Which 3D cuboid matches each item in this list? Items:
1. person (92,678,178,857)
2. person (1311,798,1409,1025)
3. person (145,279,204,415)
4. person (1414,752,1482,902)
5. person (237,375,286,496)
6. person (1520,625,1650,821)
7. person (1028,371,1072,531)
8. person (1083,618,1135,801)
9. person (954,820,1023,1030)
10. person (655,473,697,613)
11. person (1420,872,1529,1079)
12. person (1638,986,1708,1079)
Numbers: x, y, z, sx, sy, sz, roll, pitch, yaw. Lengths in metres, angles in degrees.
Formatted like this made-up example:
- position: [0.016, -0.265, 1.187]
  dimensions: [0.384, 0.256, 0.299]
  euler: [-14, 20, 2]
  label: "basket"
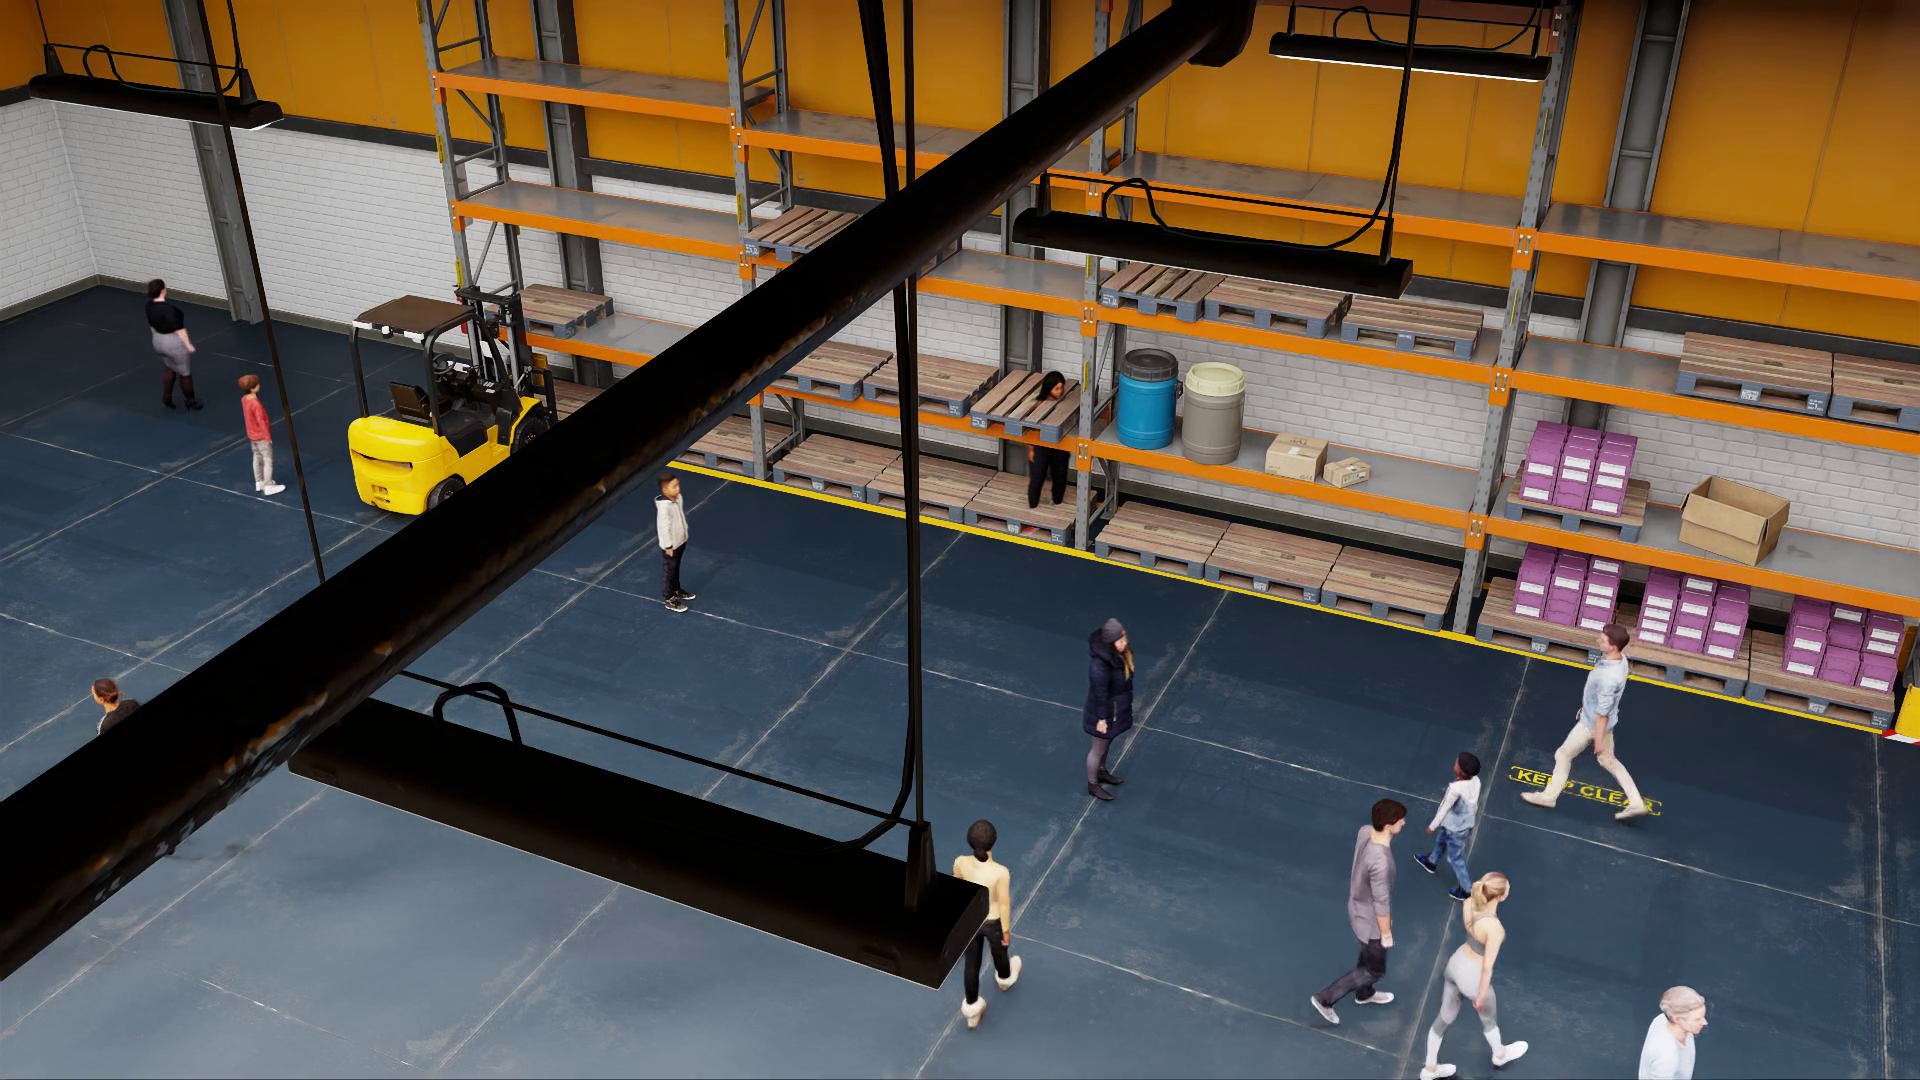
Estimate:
- position: [-6.397, 1.785, 13.052]
  dimensions: [0.608, 1.658, 0.653]
  euler: [7, 29, 13]
  label: "person"
- position: [2.764, 2.574, 11.419]
  dimensions: [0.985, 1.837, 0.870]
  euler: [0, 29, 0]
  label: "person"
- position: [-9.792, -2.360, 20.553]
  dimensions: [0.609, 1.751, 0.764]
  euler: [16, 33, 27]
  label: "person"
- position: [3.833, 2.205, 12.719]
  dimensions: [0.734, 1.239, 0.930]
  euler: [-20, 34, -32]
  label: "person"
- position: [-7.940, -1.198, 18.777]
  dimensions: [0.501, 1.411, 0.624]
  euler: [24, 36, 36]
  label: "person"
- position: [5.233, 1.502, 13.403]
  dimensions: [1.235, 1.819, 0.736]
  euler: [17, 33, 28]
  label: "person"
- position: [0.966, -1.003, 18.003]
  dimensions: [0.779, 1.811, 0.839]
  euler: [-10, 30, -17]
  label: "person"
- position: [1.219, 1.377, 13.782]
  dimensions: [0.617, 1.674, 0.652]
  euler: [12, 31, 21]
  label: "person"
- position: [0.132, 2.665, 11.453]
  dimensions: [0.879, 1.643, 0.718]
  euler: [11, 30, 19]
  label: "person"
- position: [-2.867, -0.006, 16.549]
  dimensions: [0.564, 1.454, 0.612]
  euler: [7, 29, 12]
  label: "person"
- position: [3.285, 2.914, 10.967]
  dimensions: [1.030, 1.673, 0.983]
  euler: [-10, 30, -18]
  label: "person"
- position: [4.120, 3.387, 9.869]
  dimensions: [0.605, 1.894, 0.674]
  euler: [16, 33, 27]
  label: "person"
